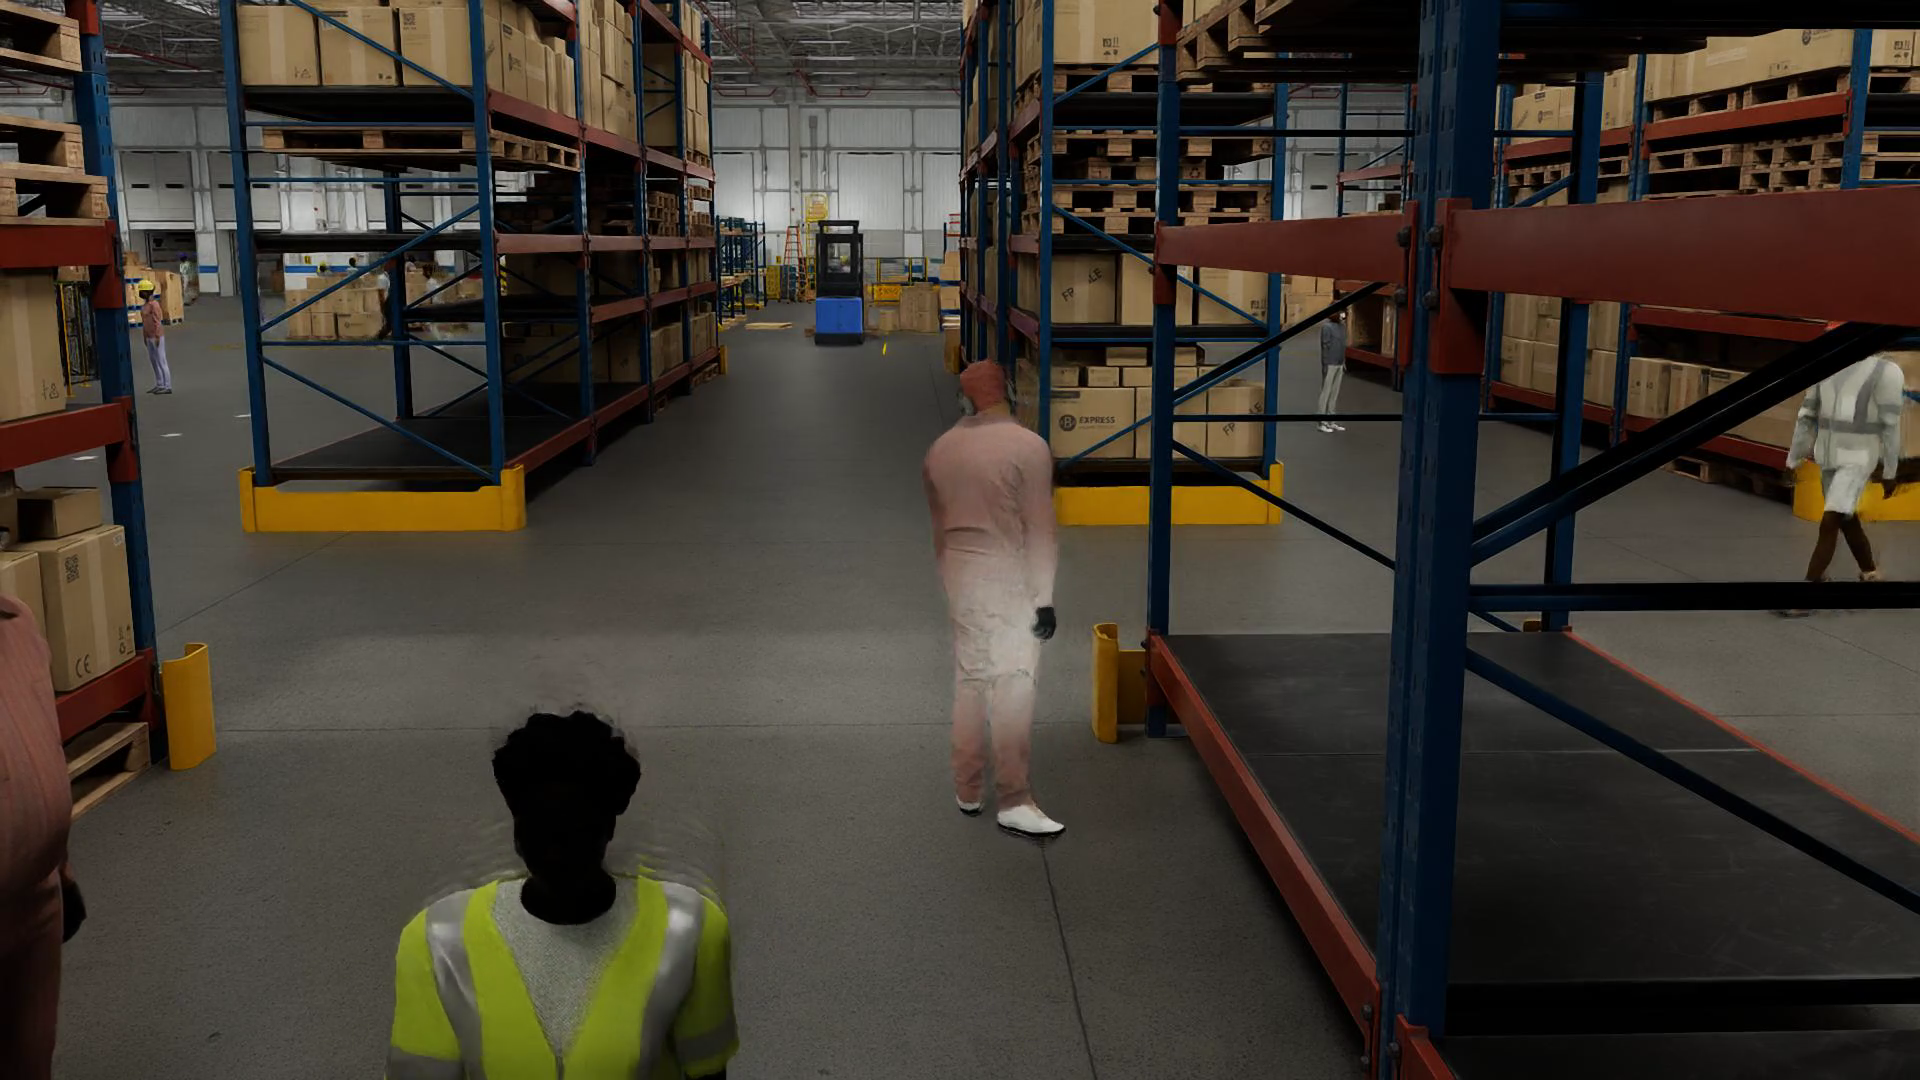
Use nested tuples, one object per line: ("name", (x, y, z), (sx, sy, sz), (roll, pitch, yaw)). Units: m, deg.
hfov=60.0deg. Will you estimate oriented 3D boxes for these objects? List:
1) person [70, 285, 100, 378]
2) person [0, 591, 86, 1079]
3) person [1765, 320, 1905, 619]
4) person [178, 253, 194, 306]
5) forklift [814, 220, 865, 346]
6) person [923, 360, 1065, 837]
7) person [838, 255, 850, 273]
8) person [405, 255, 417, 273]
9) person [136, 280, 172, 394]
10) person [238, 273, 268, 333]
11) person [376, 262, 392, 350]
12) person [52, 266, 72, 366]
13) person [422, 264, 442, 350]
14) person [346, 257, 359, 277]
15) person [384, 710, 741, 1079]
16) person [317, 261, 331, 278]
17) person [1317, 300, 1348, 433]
("person", (-15.076, -3.625, 28.748), (0.857, 1.652, 0.540), (9, 13, 40))
("person", (-2.089, 0.781, 3.528), (0.400, 1.900, 0.636), (1, 10, 4))
("person", (5.557, -0.509, 10.466), (1.072, 1.988, 0.629), (-4, 11, -21))
("person", (-28.232, -9.489, 60.614), (0.638, 1.933, 0.448), (8, 13, 39))
("forklift", (-2.737, -5.843, 37.671), (1.129, 2.768, 1.873), (0, 10, -2))
("person", (0.202, 0.221, 6.722), (0.416, 1.873, 0.803), (-10, 14, -43))
("person", (-3.858, -8.706, 56.414), (0.831, 1.876, 0.603), (2, 10, 11))
("person", (-20.636, -9.793, 62.625), (0.430, 1.837, 0.620), (-6, 12, -32))
("person", (-12.469, -3.123, 25.659), (0.526, 1.759, 0.346), (10, 14, 43))
("person", (-18.299, -6.291, 42.919), (0.616, 1.904, 0.598), (3, 11, 15))
("person", (-12.071, -5.011, 35.375), (0.624, 2.000, 0.701), (4, 11, 23))
("person", (-17.056, -4.233, 31.289), (0.597, 1.959, 0.369), (4, 11, 23))
("person", (-11.512, -5.060, 36.166), (0.429, 1.852, 0.555), (-3, 11, -19))
("person", (-18.135, -7.516, 49.810), (0.536, 1.868, 0.314), (5, 11, 24))
("person", (-0.614, 1.062, 2.626), (0.535, 1.650, 0.889), (-1, 10, -7))
("person", (-20.621, -8.203, 54.064), (0.493, 1.711, 0.810), (1, 10, 4))
("person", (4.622, -2.147, 20.552), (0.268, 1.632, 0.506), (9, 14, 42))
